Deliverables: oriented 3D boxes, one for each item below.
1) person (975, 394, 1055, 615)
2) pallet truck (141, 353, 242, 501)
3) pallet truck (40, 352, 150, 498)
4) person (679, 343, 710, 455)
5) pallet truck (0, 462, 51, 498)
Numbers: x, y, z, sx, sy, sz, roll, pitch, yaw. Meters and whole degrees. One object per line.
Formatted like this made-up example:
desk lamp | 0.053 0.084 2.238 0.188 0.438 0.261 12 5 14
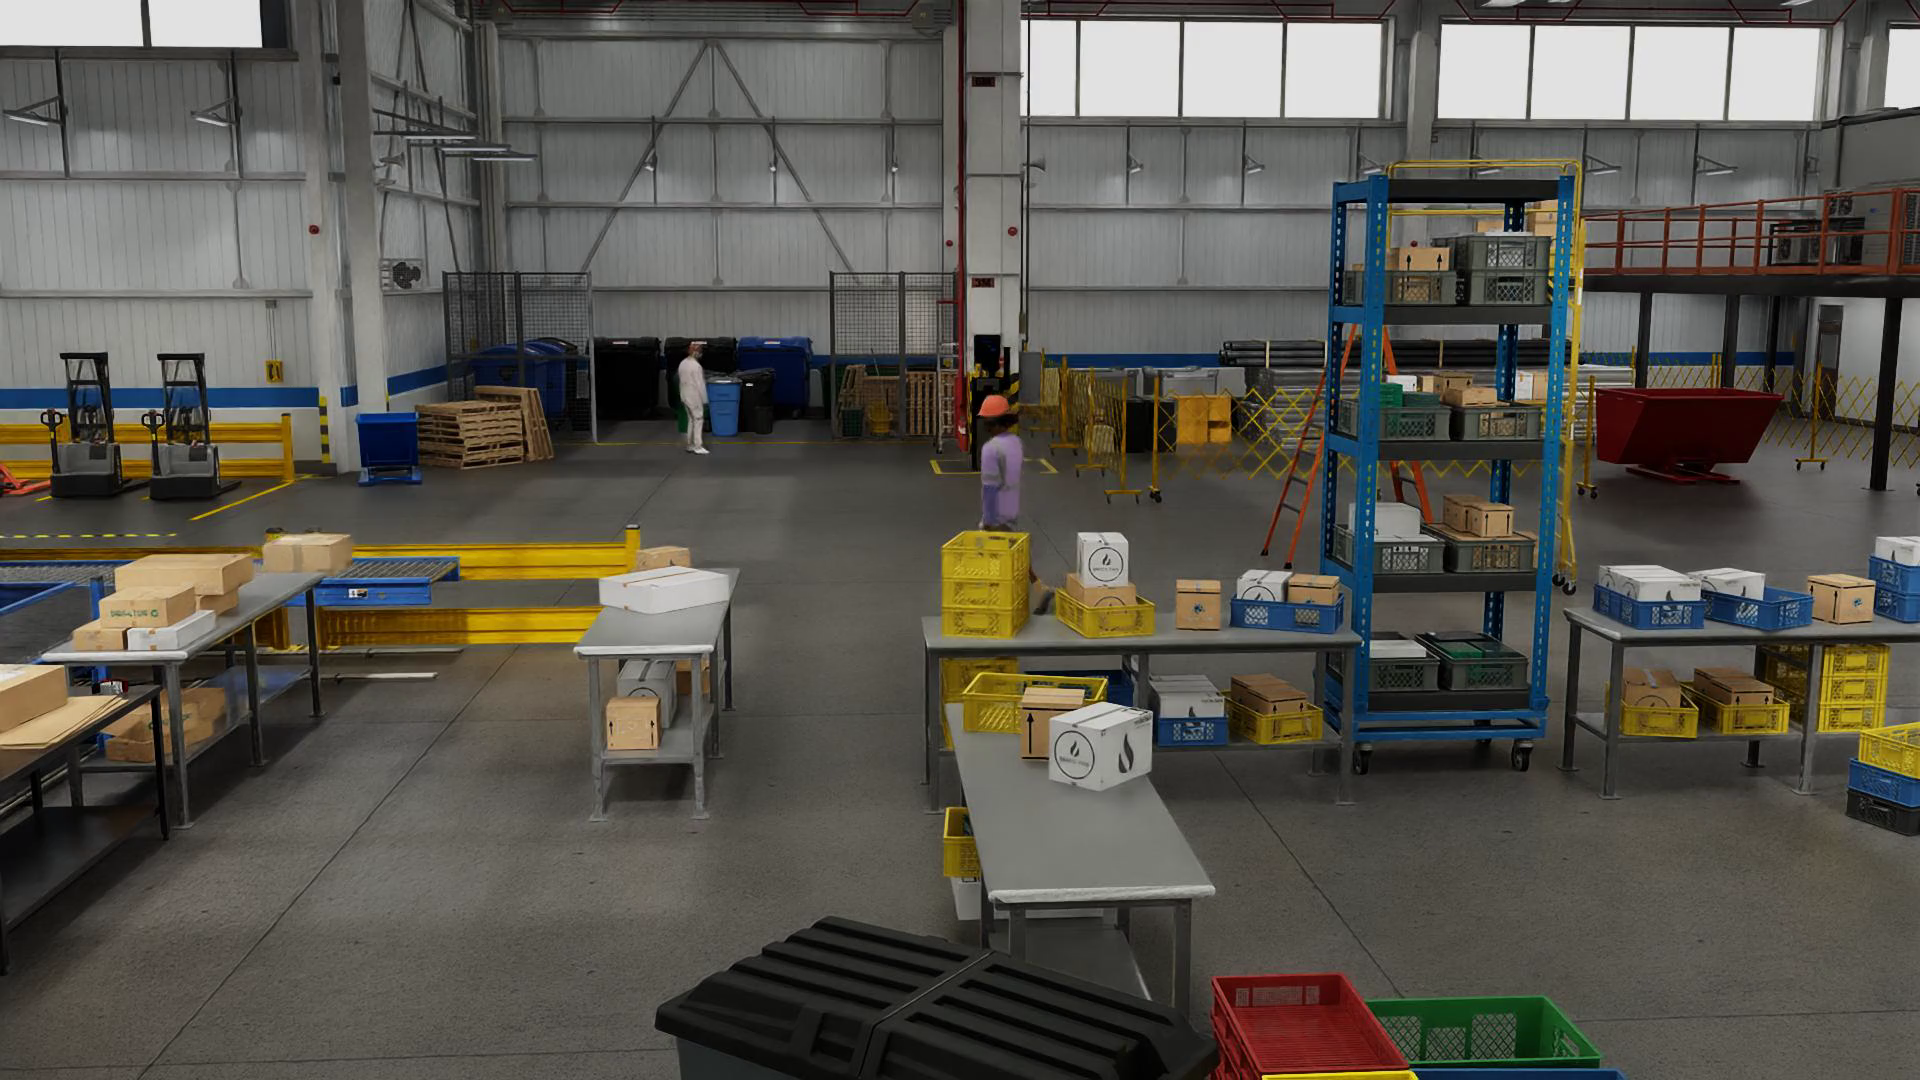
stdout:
person | 0.408 -0.257 14.422 0.725 2.024 0.609 6 11 32
pallet truck | -10.520 -1.604 22.925 0.823 1.965 1.885 -1 9 -6
pallet truck | -11.907 -1.642 23.165 0.823 1.965 1.885 0 9 0
person | -4.474 -2.388 28.183 0.442 1.892 0.653 -6 11 -33
pallet truck | -13.193 -1.293 23.148 0.653 1.274 1.630 -1 9 -4
